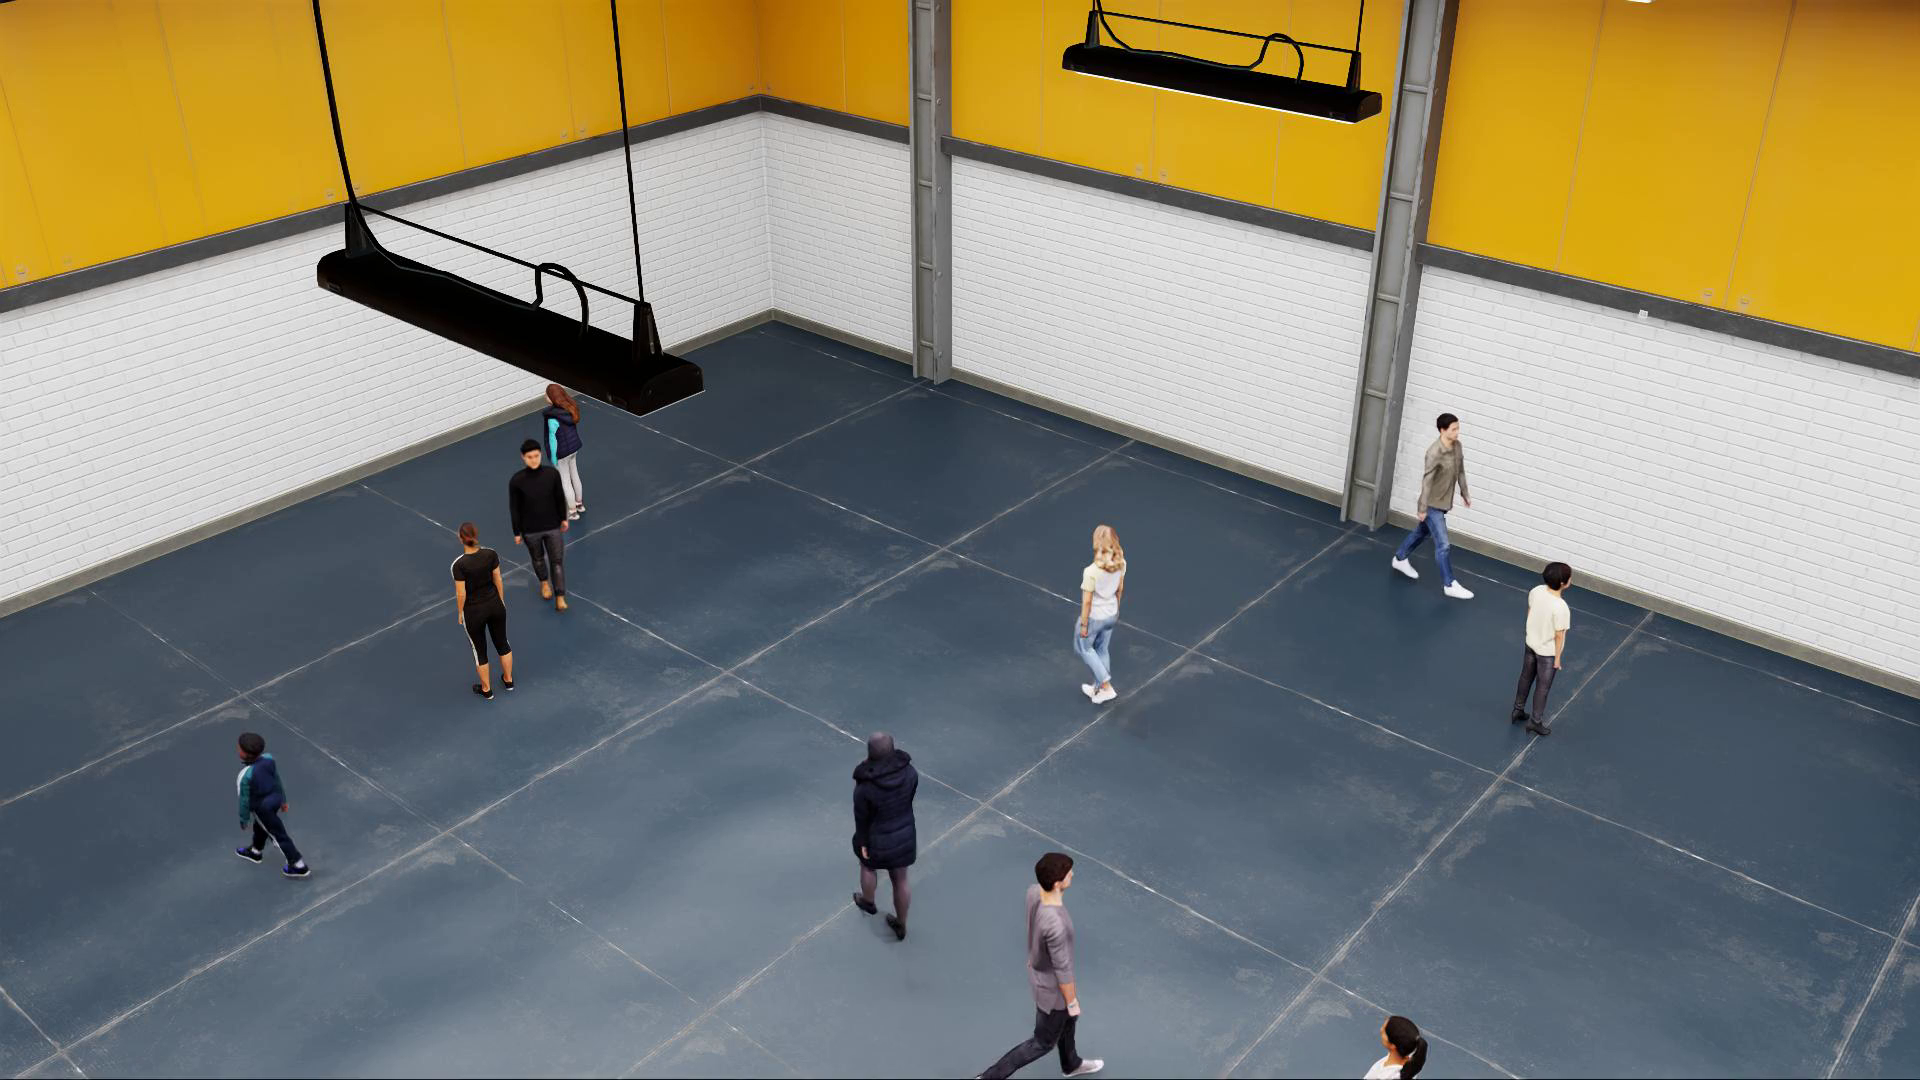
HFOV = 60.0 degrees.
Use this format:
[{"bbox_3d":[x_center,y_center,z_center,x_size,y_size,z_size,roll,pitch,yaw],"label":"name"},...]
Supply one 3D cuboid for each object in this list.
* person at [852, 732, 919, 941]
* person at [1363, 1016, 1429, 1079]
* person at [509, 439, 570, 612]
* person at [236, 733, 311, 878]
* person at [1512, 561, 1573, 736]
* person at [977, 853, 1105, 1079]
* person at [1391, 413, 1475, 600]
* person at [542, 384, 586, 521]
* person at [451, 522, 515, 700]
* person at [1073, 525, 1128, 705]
[{"bbox_3d":[-0.477,2.092,11.581,0.828,1.657,0.919,-13,31,-22],"label":"person"},{"bbox_3d":[2.396,3.323,9.363,0.516,1.619,0.558,21,35,33],"label":"person"},{"bbox_3d":[-3.976,-0.187,15.719,0.990,1.696,1.128,-8,30,-15],"label":"person"},{"bbox_3d":[-5.074,1.978,12.243,0.949,1.223,0.748,7,29,13],"label":"person"},{"bbox_3d":[4.860,0.890,13.856,0.716,1.588,0.577,-11,30,-19],"label":"person"},{"bbox_3d":[0.491,2.731,10.234,1.160,1.824,1.137,-5,29,-8],"label":"person"},{"bbox_3d":[4.496,-0.380,15.945,1.132,1.818,0.687,23,36,35],"label":"person"},{"bbox_3d":[-4.109,-0.938,17.299,0.685,1.500,0.650,8,30,14],"label":"person"},{"bbox_3d":[-4.112,0.590,14.321,0.613,1.670,0.560,-22,36,-35],"label":"person"},{"bbox_3d":[1.241,0.690,14.092,0.698,1.714,0.748,-21,35,-33],"label":"person"}]
